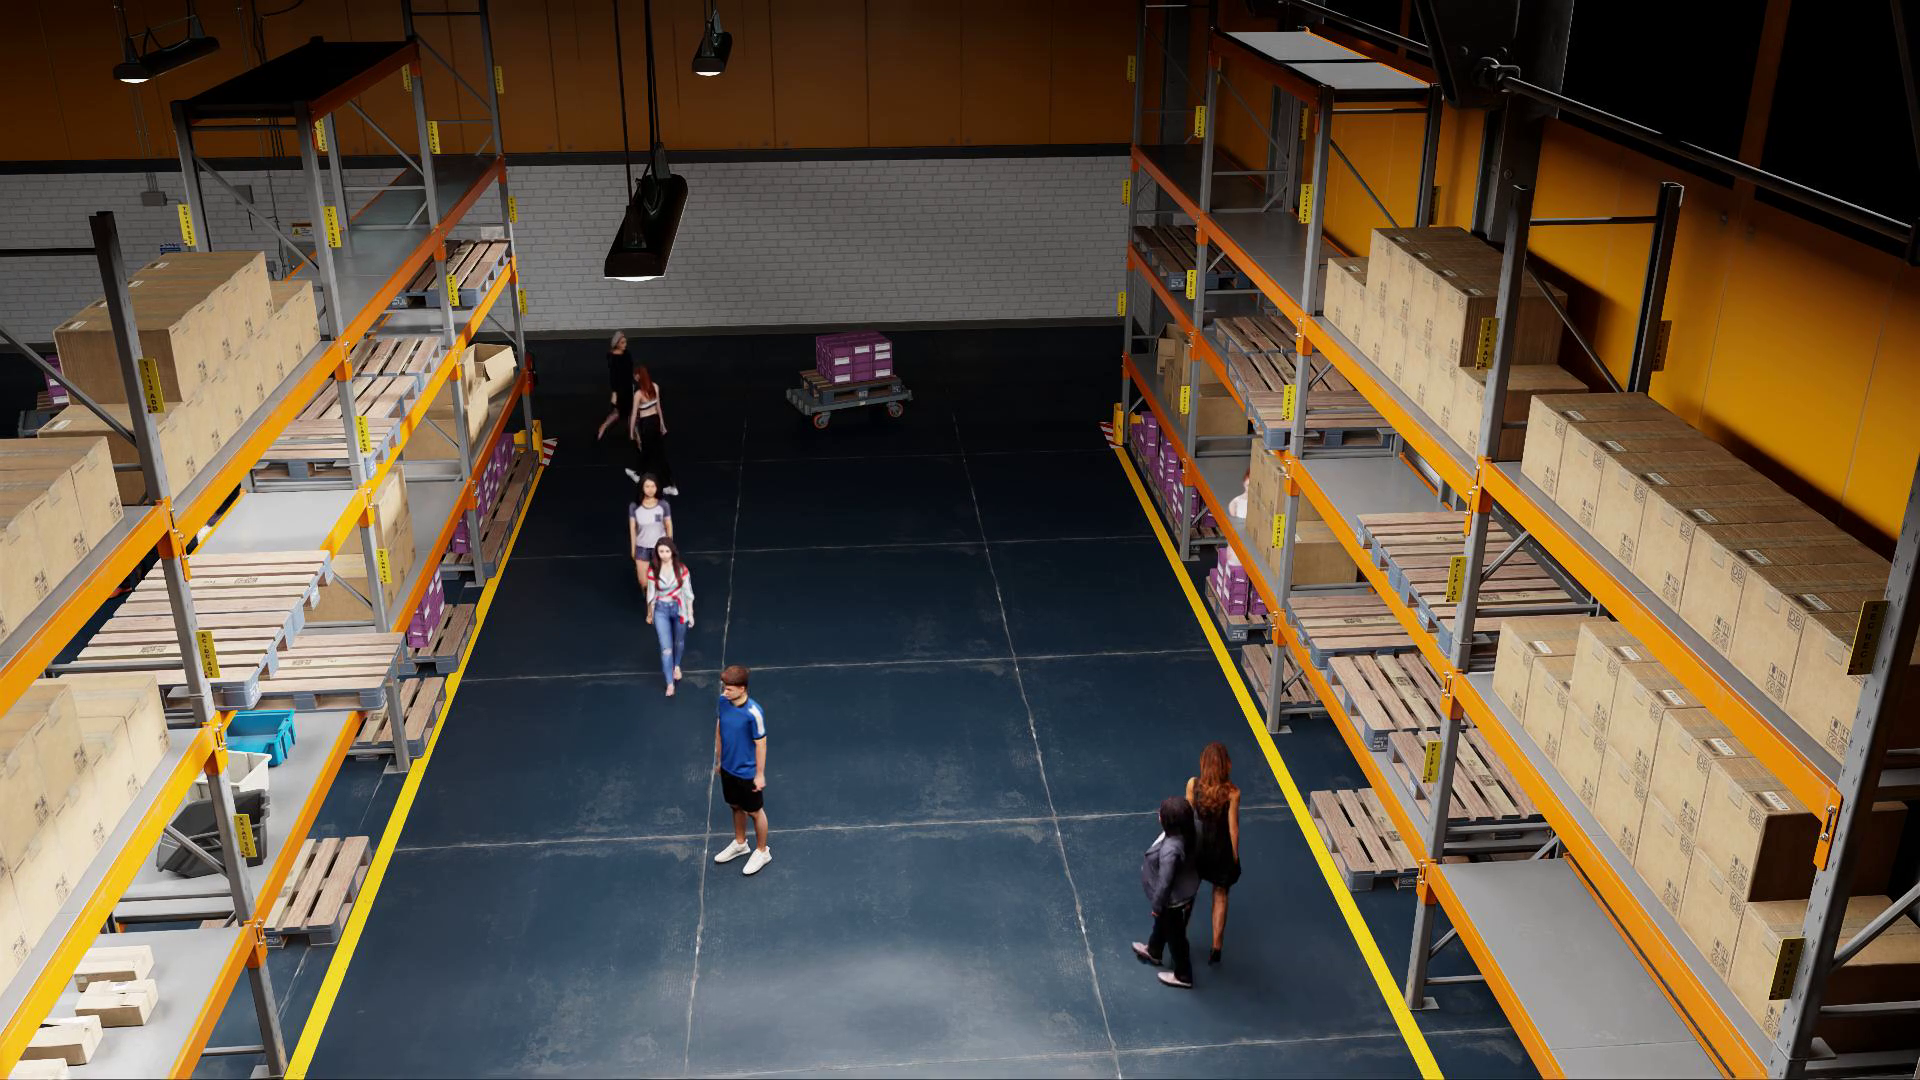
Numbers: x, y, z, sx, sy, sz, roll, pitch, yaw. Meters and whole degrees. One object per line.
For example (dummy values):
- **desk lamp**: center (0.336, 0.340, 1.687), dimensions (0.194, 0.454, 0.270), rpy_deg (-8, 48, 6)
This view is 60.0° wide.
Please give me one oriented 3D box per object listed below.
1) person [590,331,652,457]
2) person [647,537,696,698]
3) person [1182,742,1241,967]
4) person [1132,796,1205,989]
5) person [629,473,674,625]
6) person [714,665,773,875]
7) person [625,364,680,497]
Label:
- **person**: center (-4.615, -1.960, 22.369), dimensions (1.005, 1.703, 1.171), rpy_deg (9, 25, 19)
- **person**: center (-2.853, 0.691, 16.457), dimensions (0.679, 1.580, 0.989), rpy_deg (-5, 24, -12)
- **person**: center (1.846, 2.341, 12.379), dimensions (0.705, 1.824, 0.722), rpy_deg (11, 26, 24)
- **person**: center (1.630, 2.579, 12.139), dimensions (0.959, 1.580, 0.907), rpy_deg (13, 27, 27)
- **person**: center (-3.293, 0.051, 17.780), dimensions (0.645, 1.693, 0.658), rpy_deg (-5, 24, -11)
- **person**: center (-1.757, 1.823, 13.512), dimensions (0.746, 1.865, 0.800), rpy_deg (18, 29, 35)
- **person**: center (-3.828, -1.347, 20.960), dimensions (1.118, 1.707, 1.144), rpy_deg (15, 28, 31)
